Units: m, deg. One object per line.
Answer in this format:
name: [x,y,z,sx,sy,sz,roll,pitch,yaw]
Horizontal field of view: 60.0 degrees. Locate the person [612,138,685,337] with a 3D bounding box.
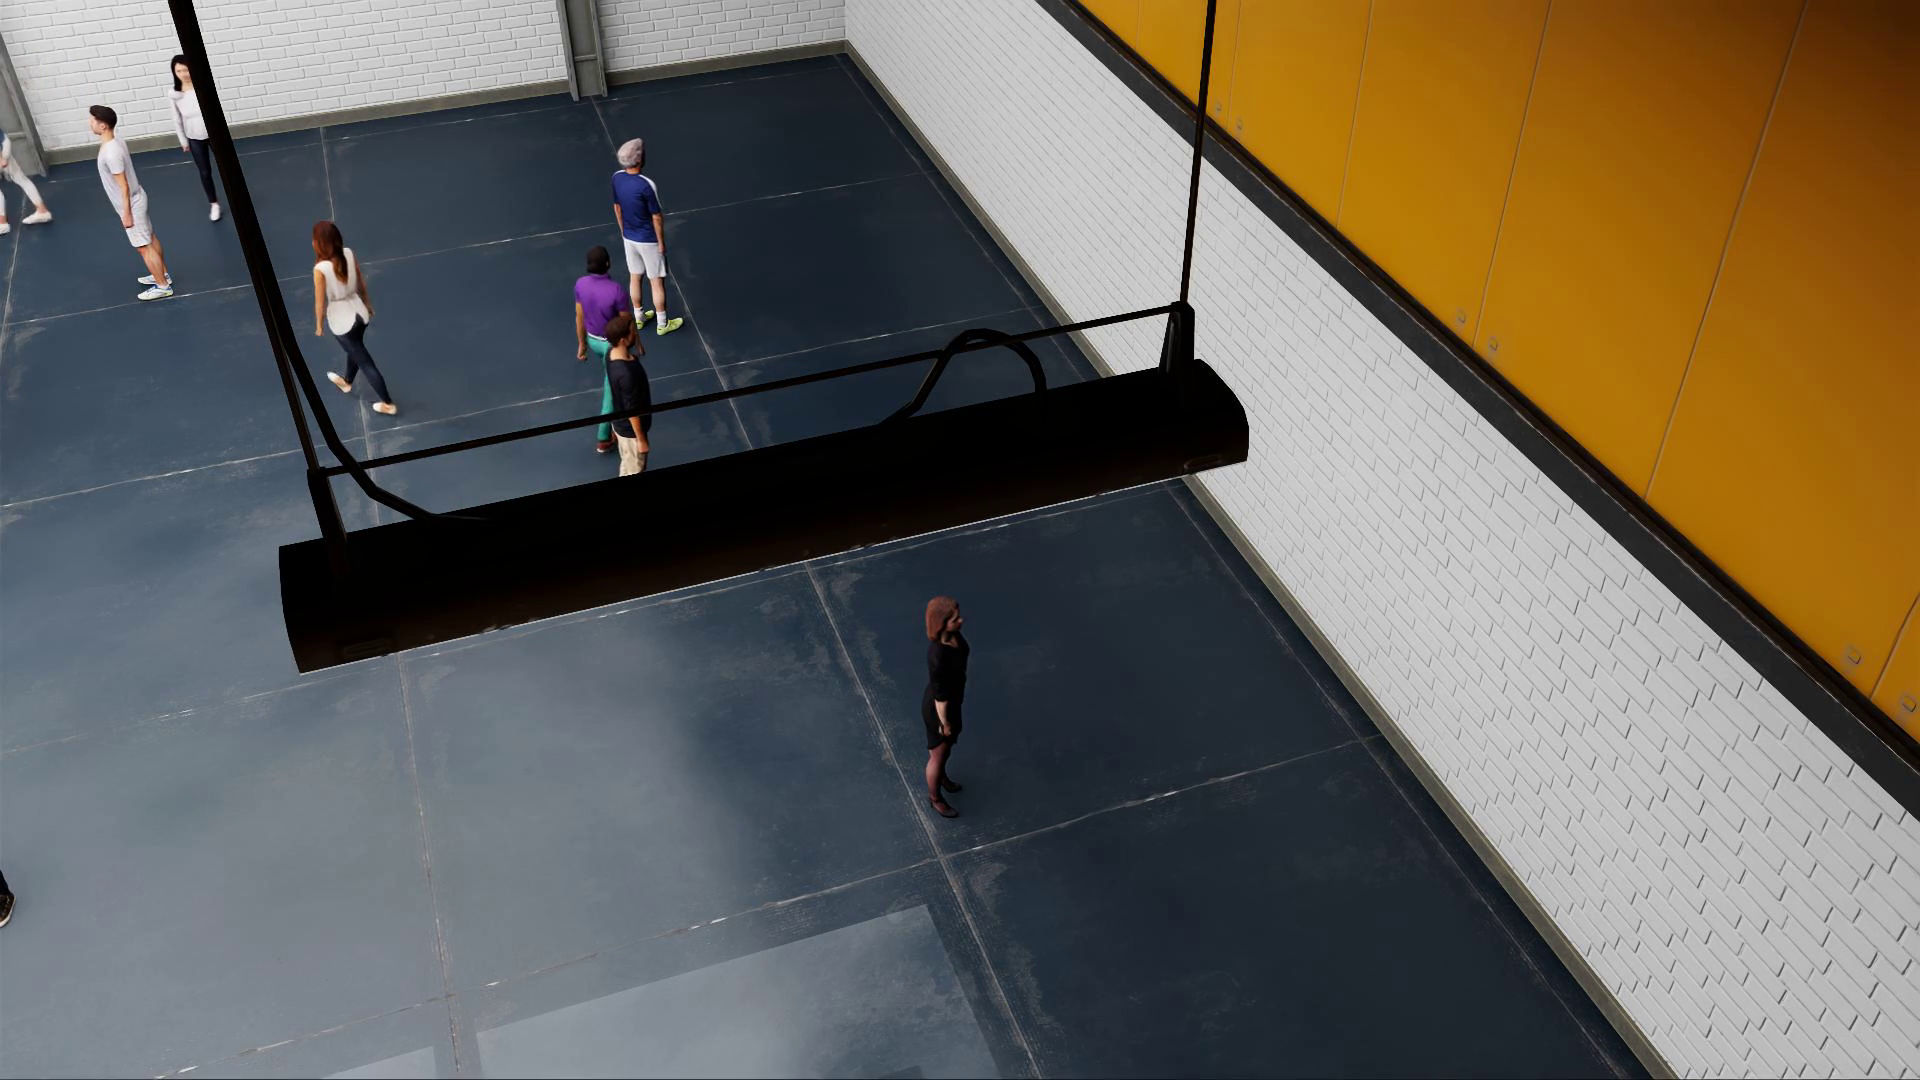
person: [-2.815,-2.688,14.749,0.712,1.838,0.756,19,43,23]

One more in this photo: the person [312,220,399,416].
person: [-4.941,-1.771,13.667,1.088,1.755,1.029,16,41,19]

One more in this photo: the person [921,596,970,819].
person: [-0.107,1.011,10.223,0.650,1.707,0.655,5,39,6]

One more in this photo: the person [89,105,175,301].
person: [-7.613,-3.105,15.257,0.533,1.855,0.674,-13,40,-16]

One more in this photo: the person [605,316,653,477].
person: [-2.469,-0.847,12.432,0.553,1.851,0.642,-14,41,-17]

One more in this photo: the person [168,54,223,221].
person: [-7.489,-4.011,16.515,0.461,1.701,0.662,-13,41,-16]

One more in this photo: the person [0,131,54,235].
person: [-9.350,-3.840,16.322,0.874,1.674,0.633,-14,41,-17]

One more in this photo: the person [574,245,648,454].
person: [-2.858,-1.503,13.357,1.150,1.723,1.190,15,41,18]
